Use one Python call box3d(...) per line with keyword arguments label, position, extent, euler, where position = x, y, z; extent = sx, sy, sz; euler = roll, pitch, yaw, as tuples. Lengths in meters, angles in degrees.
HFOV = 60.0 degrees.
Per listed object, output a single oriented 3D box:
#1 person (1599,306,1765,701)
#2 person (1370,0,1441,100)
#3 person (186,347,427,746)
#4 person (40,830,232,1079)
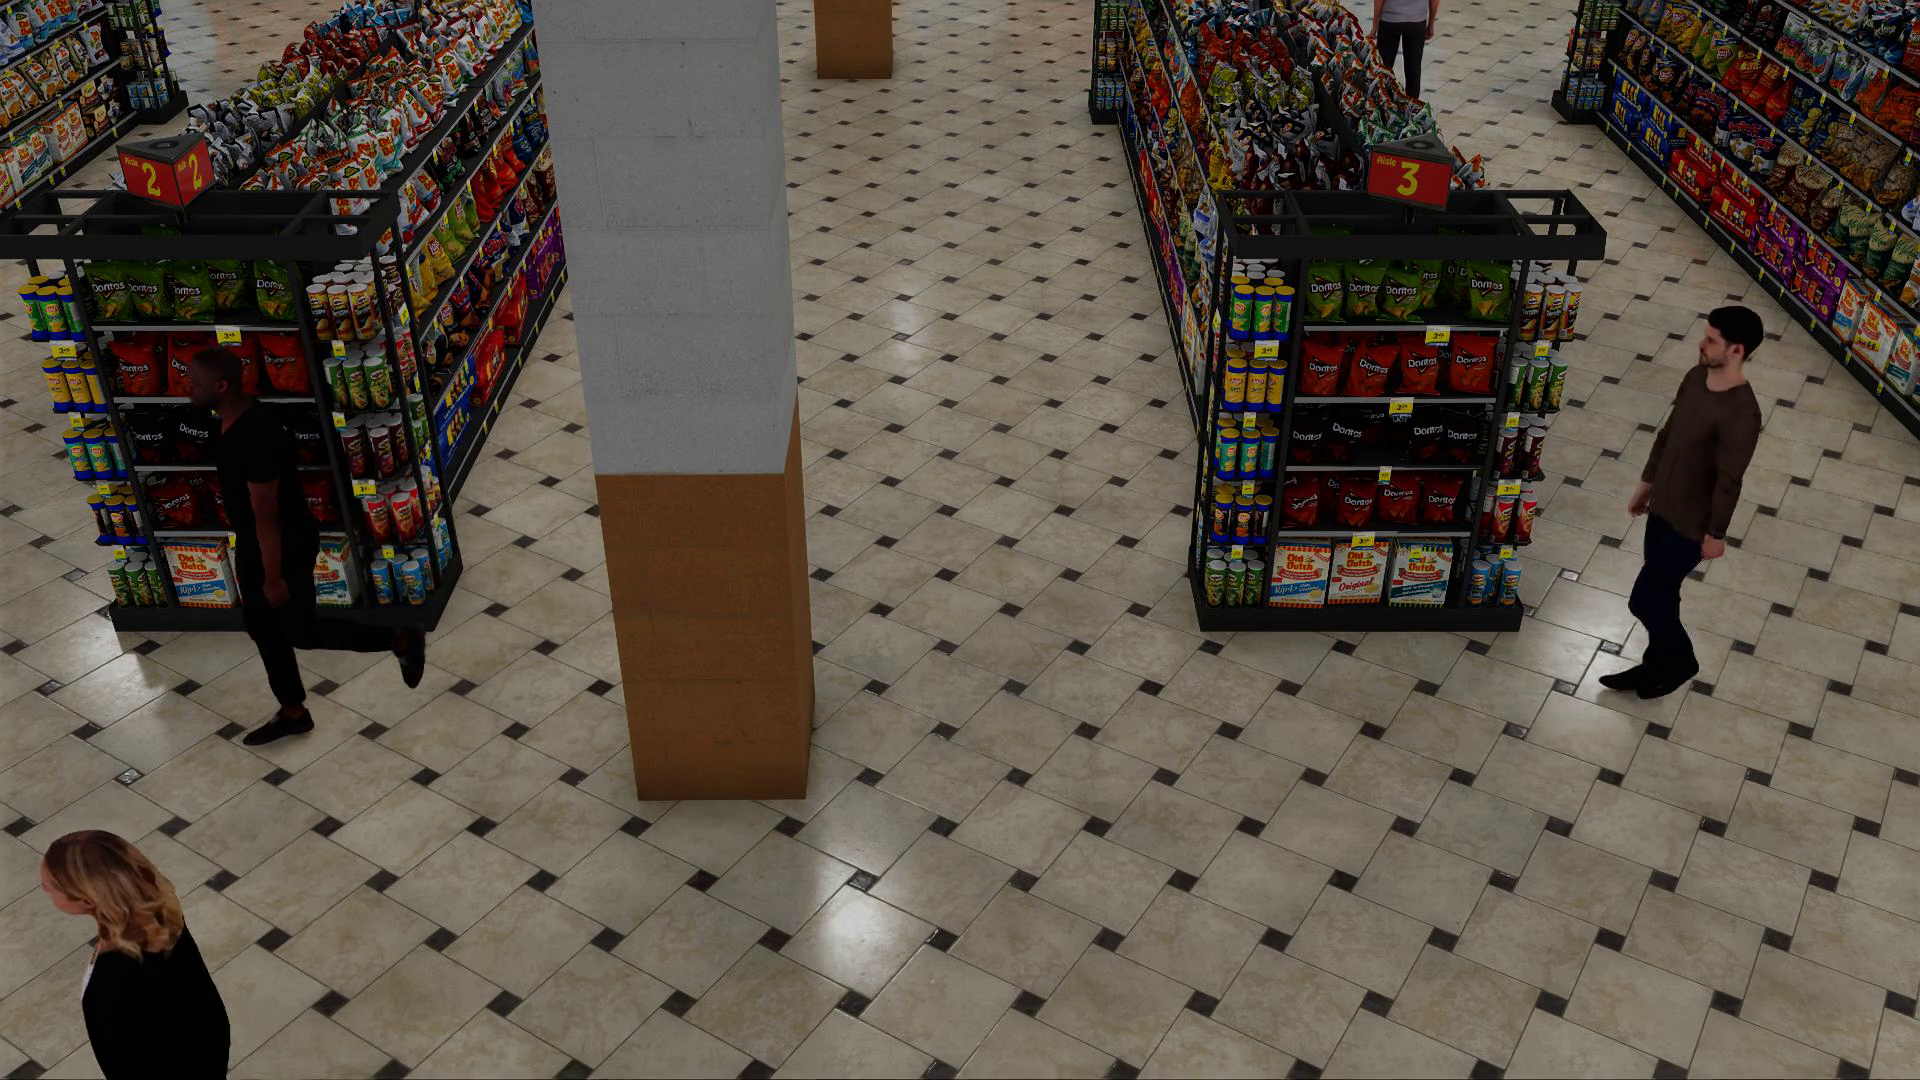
box3d(label="person", position=(3.147, -0.113, 7.030), extent=(0.703, 1.876, 0.557), euler=(0, 32, 0))
box3d(label="person", position=(3.662, -4.253, 13.726), extent=(0.700, 1.830, 0.584), euler=(3, 32, 4))
box3d(label="person", position=(-2.735, 0.024, 6.888), extent=(1.108, 1.793, 1.122), euler=(-20, 37, -29))
box3d(label="person", position=(-2.040, 1.470, 4.573), extent=(0.713, 1.784, 0.640), euler=(-3, 32, -6))
